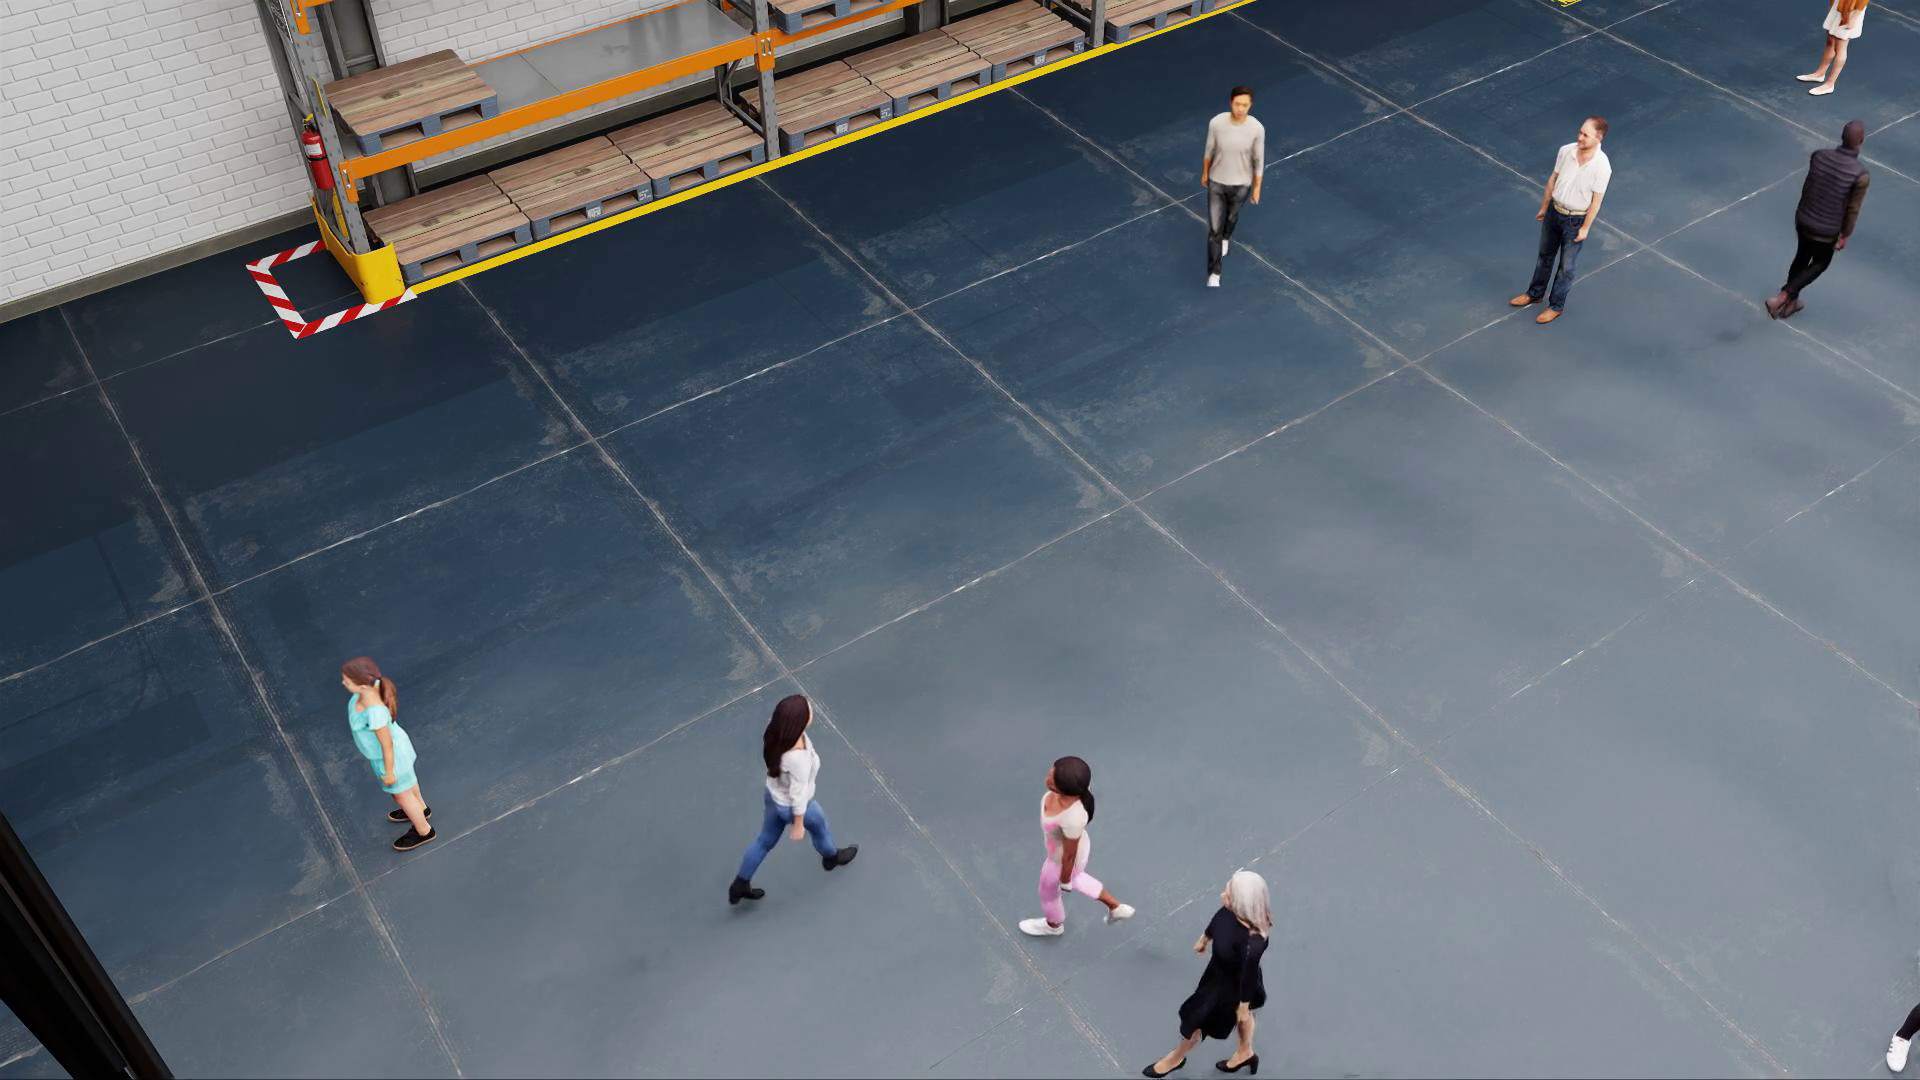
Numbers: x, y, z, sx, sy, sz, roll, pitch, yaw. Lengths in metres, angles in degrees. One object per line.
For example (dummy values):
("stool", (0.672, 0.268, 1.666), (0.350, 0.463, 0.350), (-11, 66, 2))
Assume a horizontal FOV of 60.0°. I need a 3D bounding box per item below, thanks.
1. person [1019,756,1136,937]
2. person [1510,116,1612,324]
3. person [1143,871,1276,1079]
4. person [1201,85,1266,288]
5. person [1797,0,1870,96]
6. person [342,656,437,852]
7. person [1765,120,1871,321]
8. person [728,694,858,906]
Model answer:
("person", (0.674, 1.745, 9.163), (0.994, 1.720, 0.923), (8, 44, 8))
("person", (5.026, -2.667, 13.695), (0.573, 1.856, 0.661), (-23, 48, -23))
("person", (1.490, 2.273, 8.601), (0.998, 1.730, 0.906), (0, 44, 0))
("person", (2.317, -3.108, 14.222), (1.176, 1.768, 1.246), (7, 44, 7))
("person", (8.844, -5.293, 16.549), (0.738, 1.721, 0.718), (-2, 44, -2))
("person", (-3.377, 1.239, 9.811), (0.613, 1.558, 0.606), (-14, 45, -14))
("person", (6.968, -2.561, 13.613), (0.890, 1.817, 0.731), (-21, 47, -20))
("person", (-1.045, 1.531, 9.485), (1.057, 1.586, 0.637), (-22, 48, -21))
